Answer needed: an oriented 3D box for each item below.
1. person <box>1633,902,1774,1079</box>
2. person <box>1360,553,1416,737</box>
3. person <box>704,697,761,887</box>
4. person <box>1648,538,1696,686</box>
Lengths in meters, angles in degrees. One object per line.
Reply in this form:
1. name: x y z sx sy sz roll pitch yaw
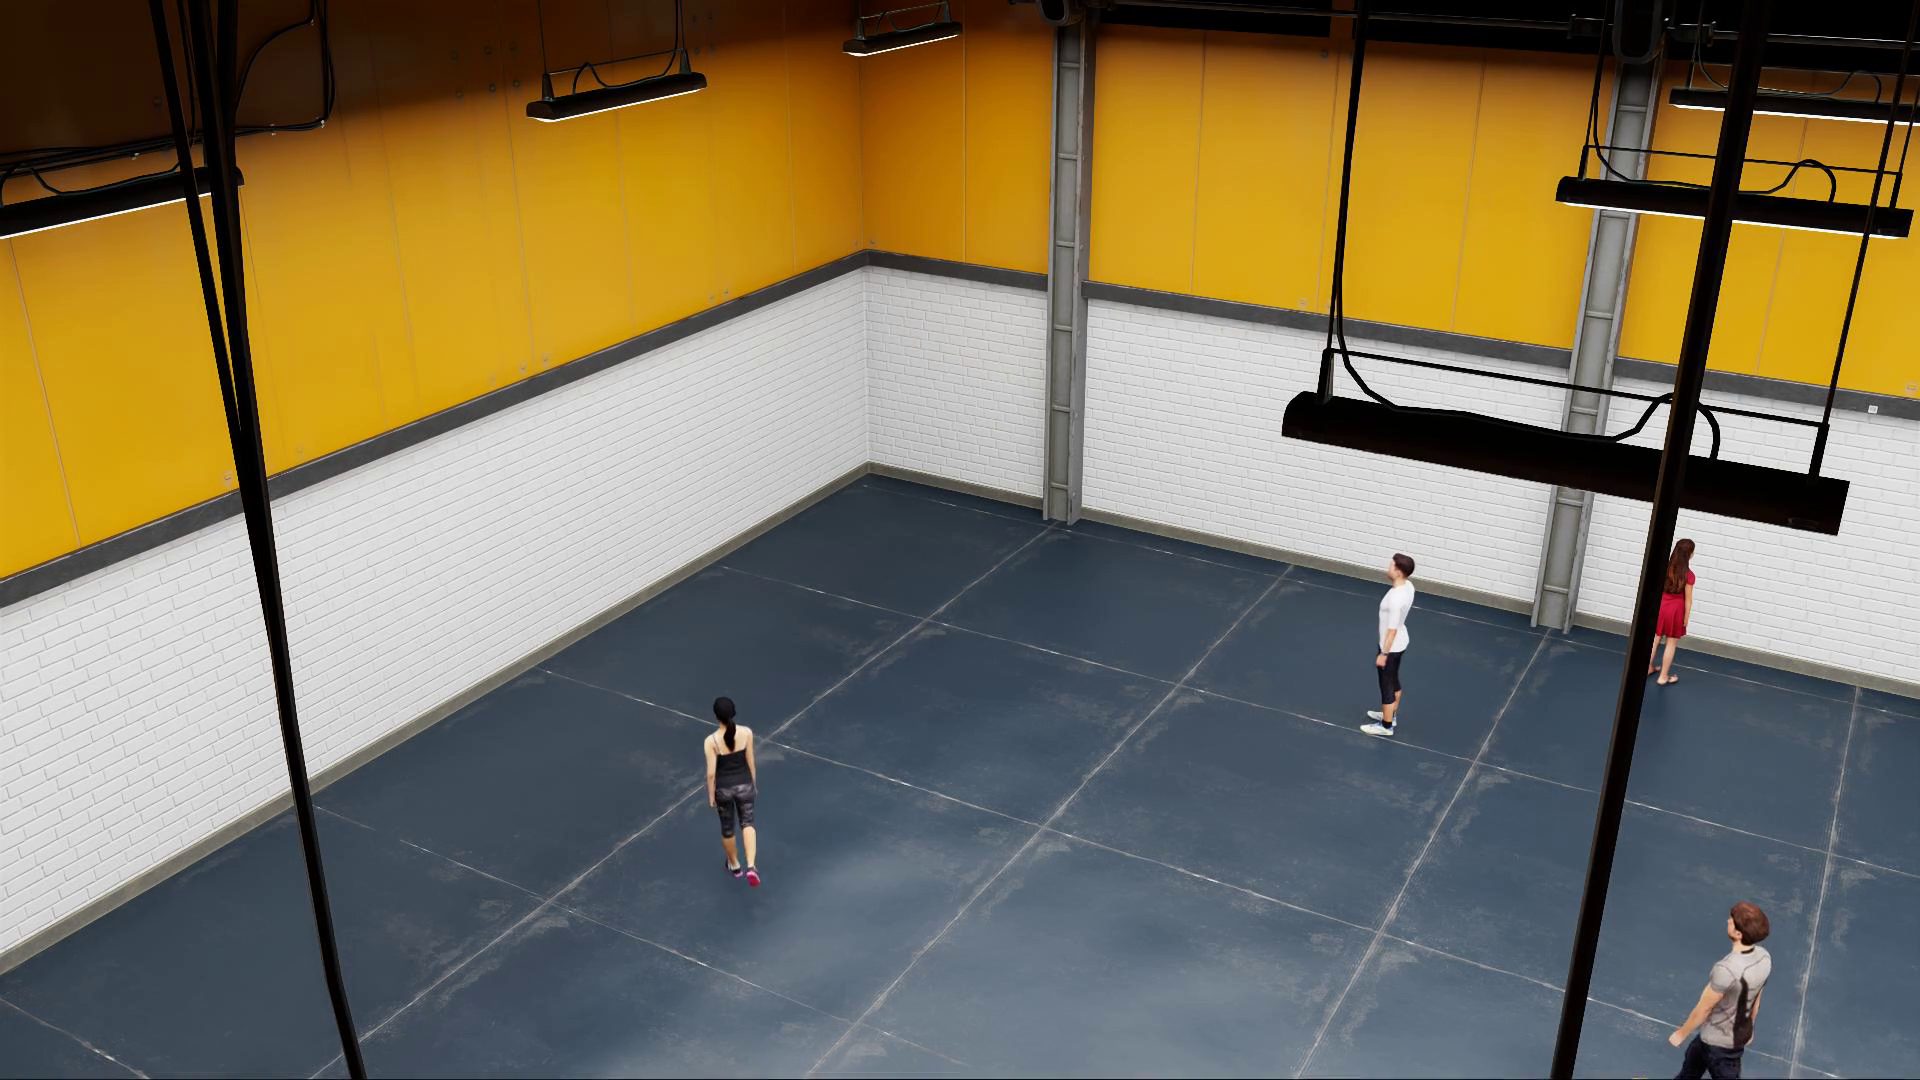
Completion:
1. person: 4.972 3.222 10.644 0.955 1.848 1.288 -18 29 -35
2. person: 4.110 0.980 15.769 0.558 1.851 0.665 12 26 26
3. person: -1.808 2.067 13.448 0.889 1.717 0.987 -9 25 -20
4. person: 7.169 0.703 16.777 0.710 1.551 0.651 -16 28 -32
